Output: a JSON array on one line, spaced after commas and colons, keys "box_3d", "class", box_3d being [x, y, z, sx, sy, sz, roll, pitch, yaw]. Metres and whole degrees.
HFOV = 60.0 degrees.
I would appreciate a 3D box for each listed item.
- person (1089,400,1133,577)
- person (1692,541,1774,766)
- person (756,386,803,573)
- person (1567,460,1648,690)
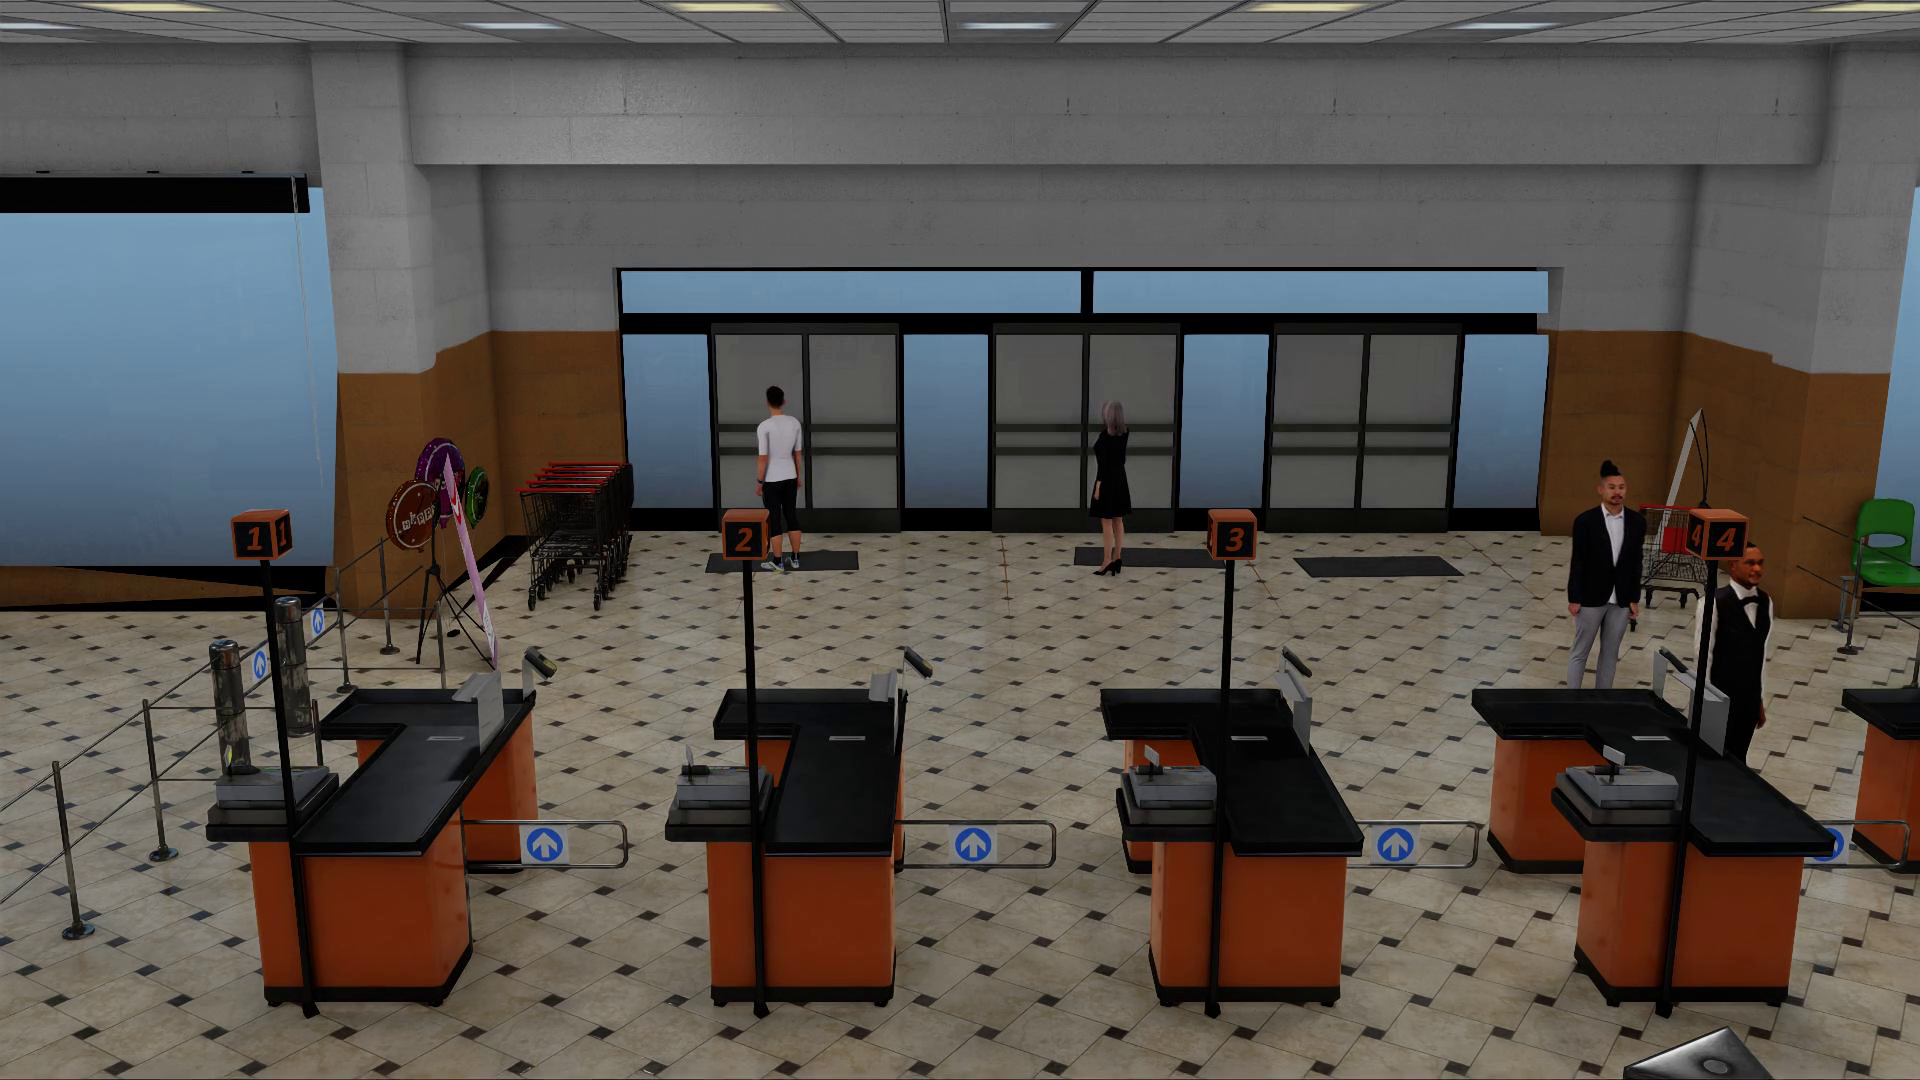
[{"box_3d": [1.482, -0.518, 16.372, 0.757, 1.747, 0.687, 11, 18, 39], "class": "person"}, {"box_3d": [4.617, 0.935, 10.015, 0.758, 1.919, 0.705, -5, 14, -18], "class": "person"}, {"box_3d": [-1.792, -0.614, 16.548, 0.744, 1.849, 0.778, -11, 18, -39], "class": "person"}, {"box_3d": [4.740, 0.374, 12.261, 0.691, 1.950, 0.569, 0, 14, -1], "class": "person"}]
